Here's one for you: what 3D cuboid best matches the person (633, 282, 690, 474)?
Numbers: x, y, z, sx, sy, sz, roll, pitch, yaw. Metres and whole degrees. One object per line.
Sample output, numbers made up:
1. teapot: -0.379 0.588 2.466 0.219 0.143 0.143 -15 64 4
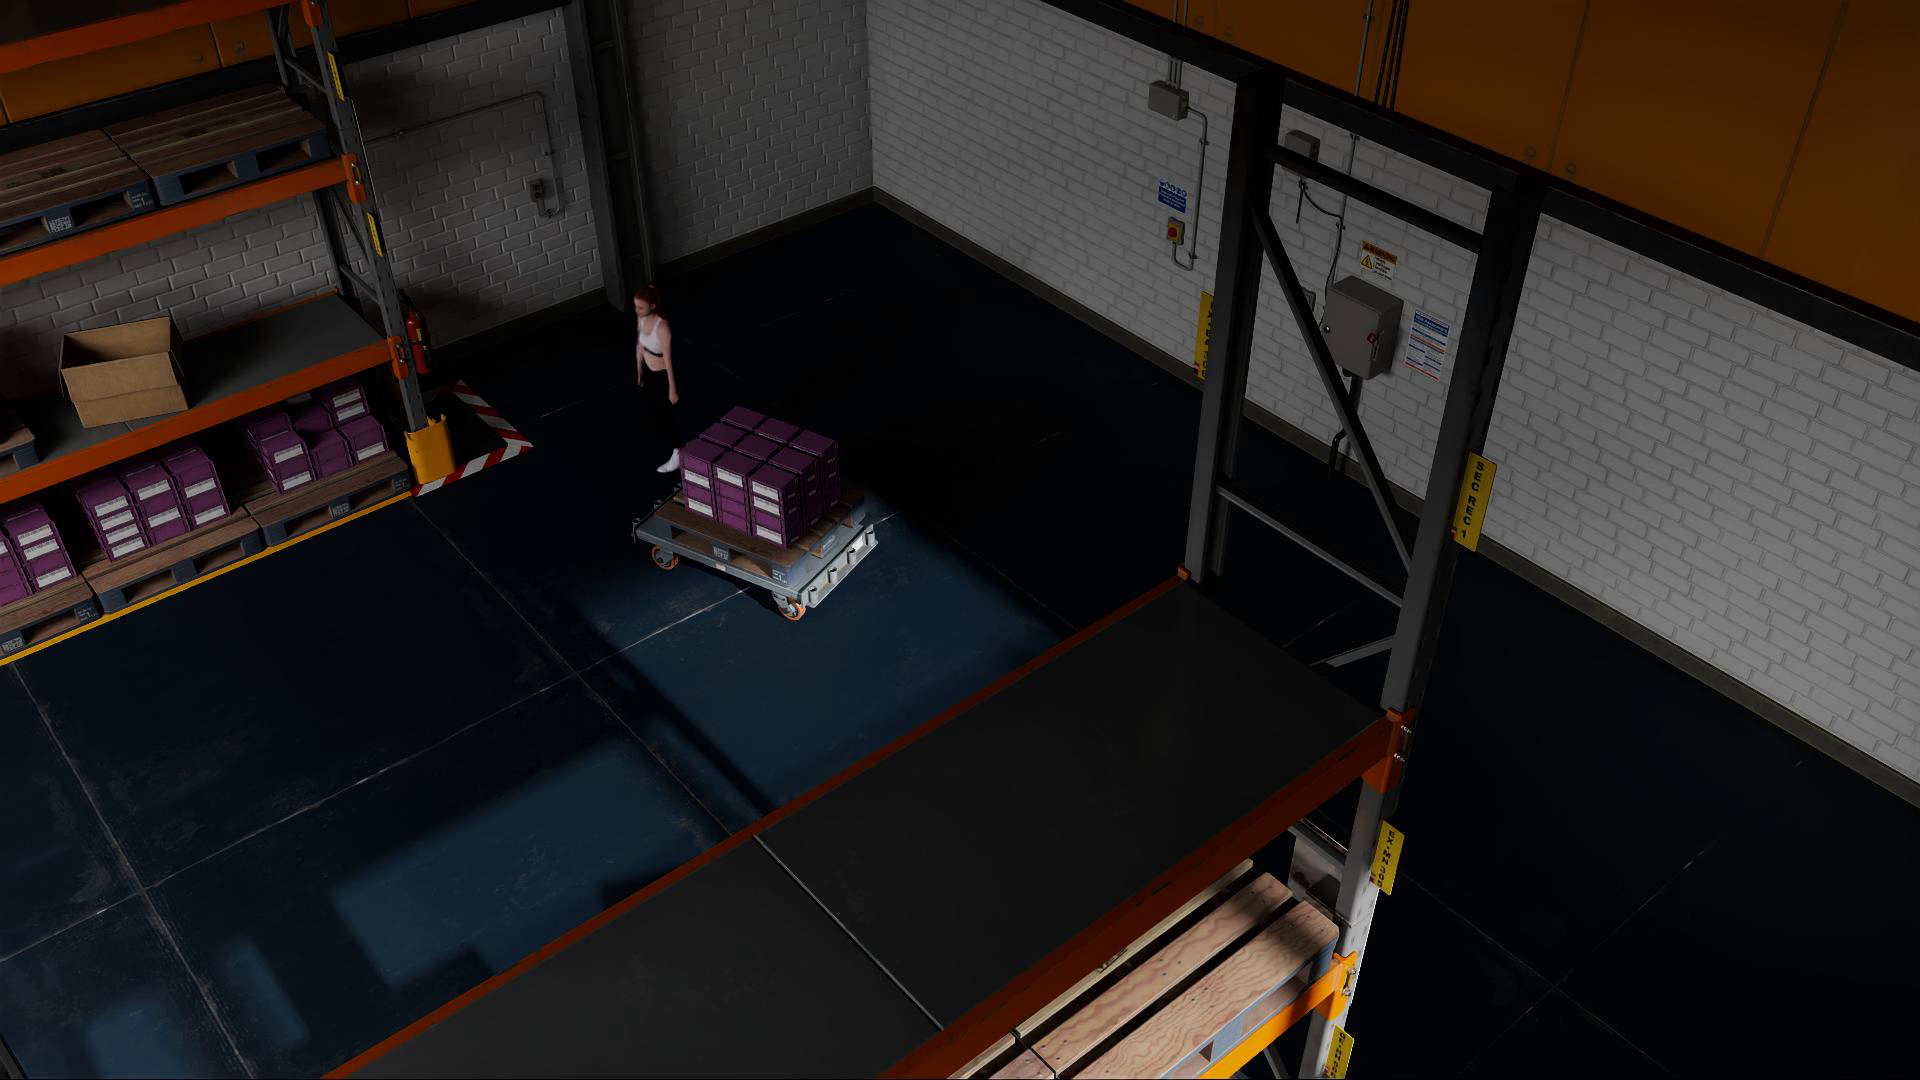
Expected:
1. person: -2.257 -1.272 13.029 0.614 1.735 0.629 -23 44 -26
